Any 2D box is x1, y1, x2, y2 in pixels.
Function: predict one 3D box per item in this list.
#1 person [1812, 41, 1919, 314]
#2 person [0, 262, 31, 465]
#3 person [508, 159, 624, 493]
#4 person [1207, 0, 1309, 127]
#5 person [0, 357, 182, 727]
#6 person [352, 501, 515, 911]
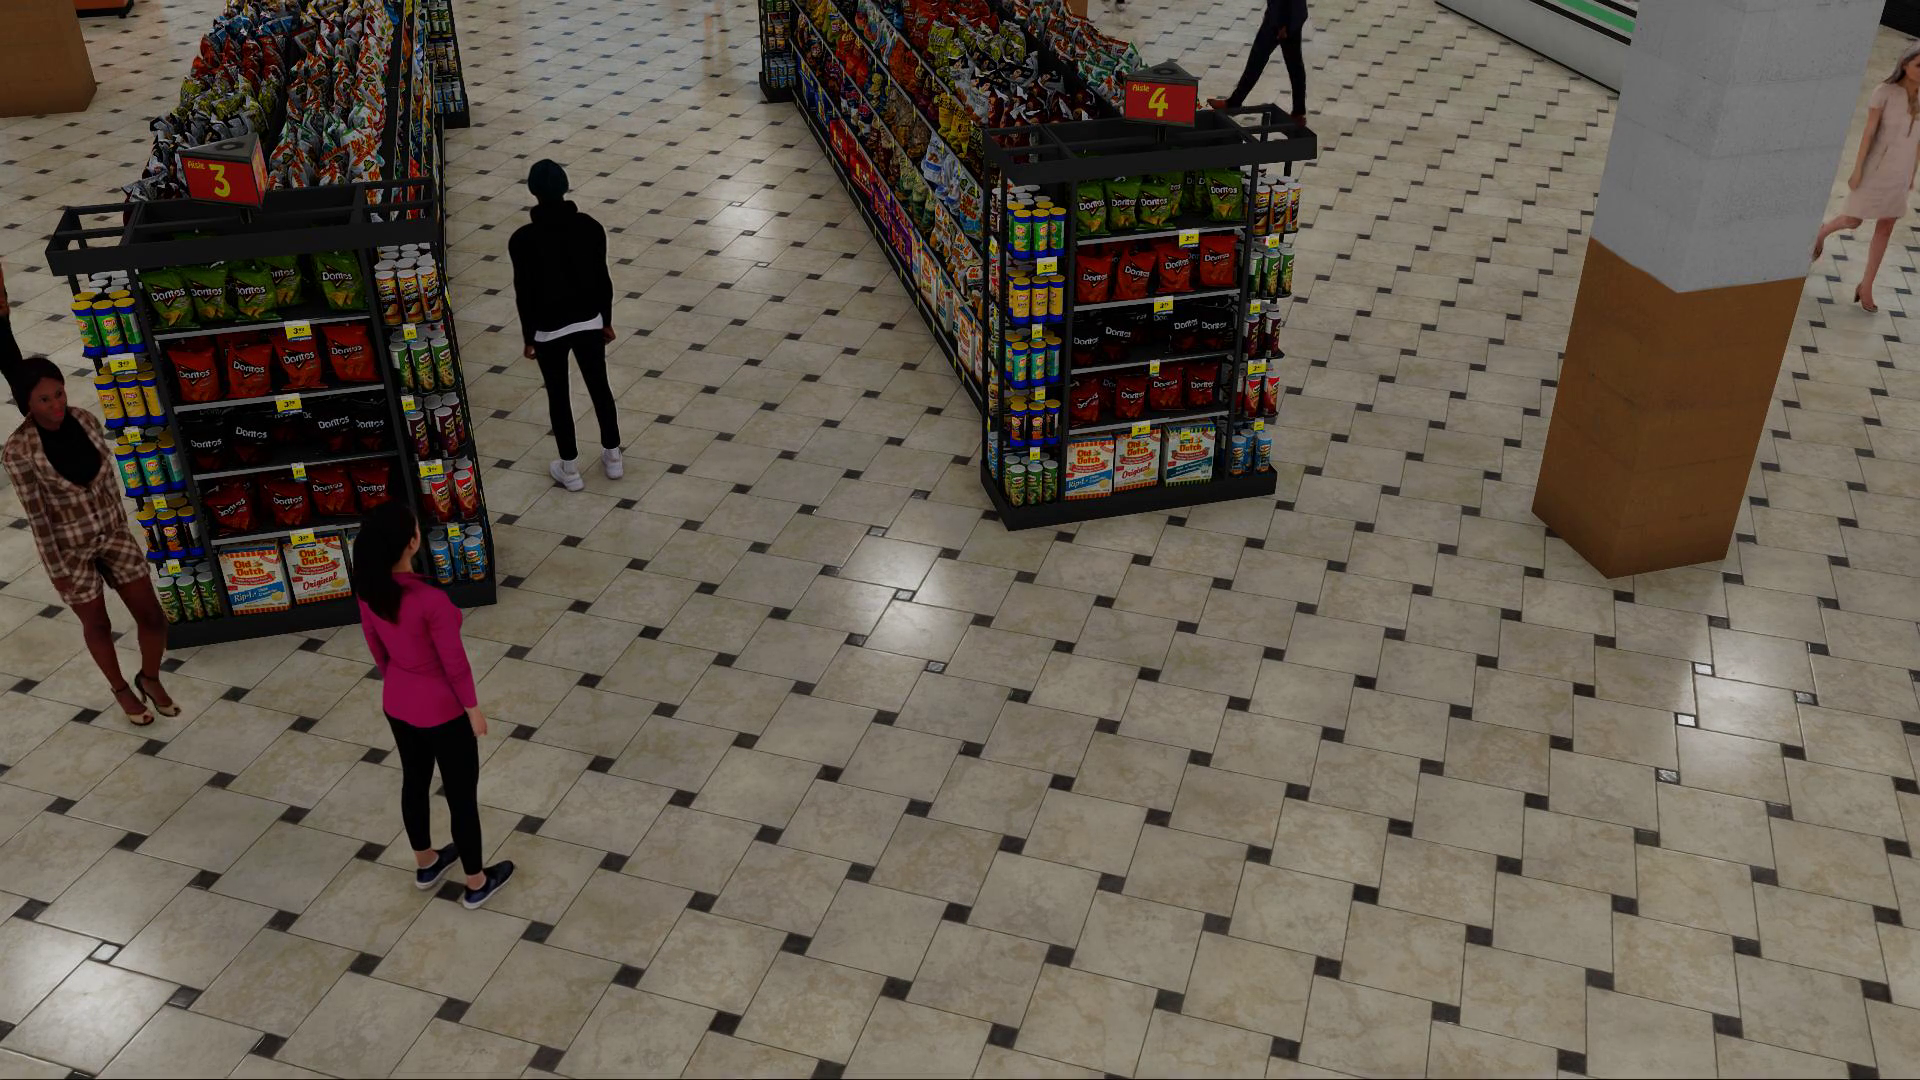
[{"bbox_3d":[6.016,-2.415,10.942,0.722,1.715,1.078,-3,32,-4],"label":"person"},{"bbox_3d":[-5.397,-1.237,8.969,0.738,1.801,1.152,-13,34,-19],"label":"person"},{"bbox_3d":[-2.073,-1.132,8.784,0.734,1.818,0.671,-18,36,-26],"label":"person"},{"bbox_3d":[2.810,-4.361,14.002,1.197,1.786,1.111,19,37,28],"label":"person"},{"bbox_3d":[-3.685,0.033,6.947,0.782,1.780,0.725,22,38,31],"label":"person"},{"bbox_3d":[-1.959,0.617,6.086,0.676,1.698,0.728,15,35,23],"label":"person"}]
